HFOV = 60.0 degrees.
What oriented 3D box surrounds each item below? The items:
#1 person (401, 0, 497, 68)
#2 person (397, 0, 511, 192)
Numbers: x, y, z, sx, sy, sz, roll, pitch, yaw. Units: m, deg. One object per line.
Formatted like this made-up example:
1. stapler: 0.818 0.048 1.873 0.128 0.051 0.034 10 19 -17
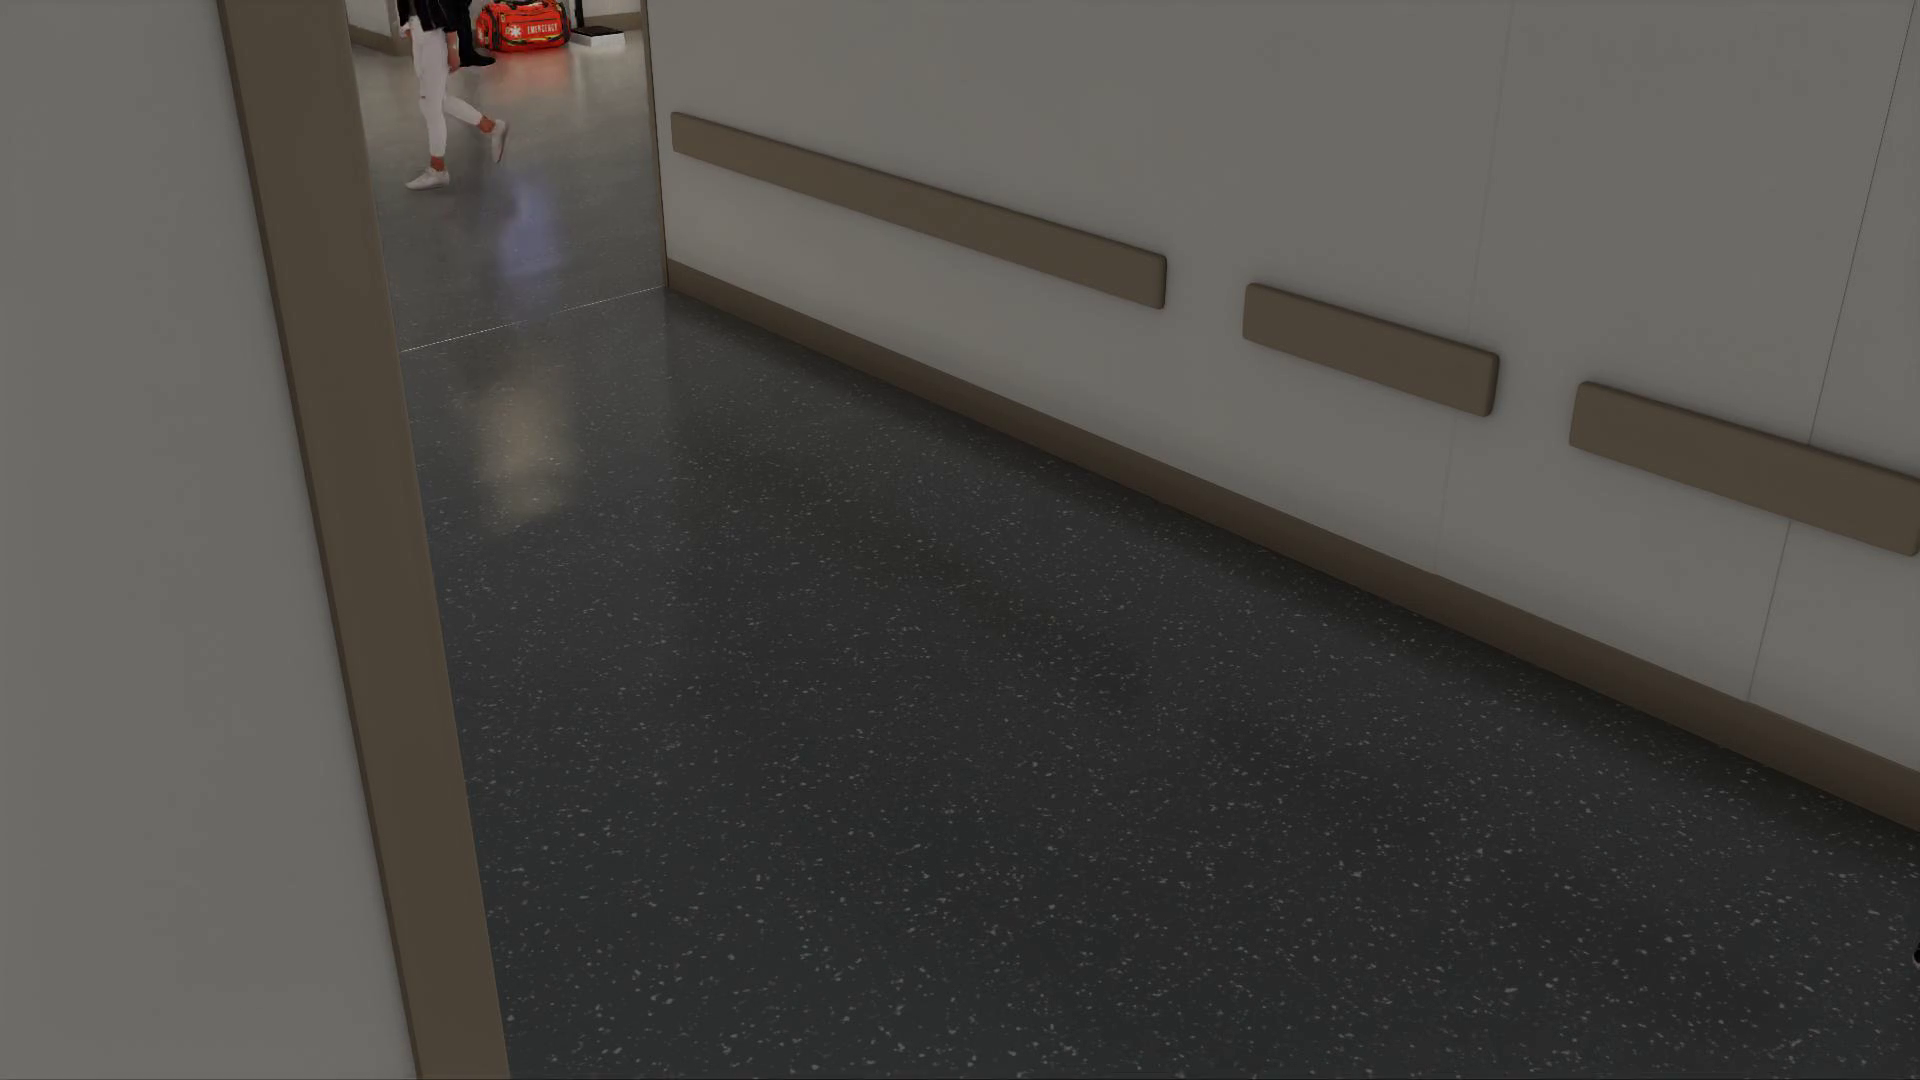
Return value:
1. person: -4.269 -4.814 13.548 1.129 1.872 1.005 -2 26 -4
2. person: -3.074 -2.972 9.948 0.983 1.681 0.603 -21 33 -37
